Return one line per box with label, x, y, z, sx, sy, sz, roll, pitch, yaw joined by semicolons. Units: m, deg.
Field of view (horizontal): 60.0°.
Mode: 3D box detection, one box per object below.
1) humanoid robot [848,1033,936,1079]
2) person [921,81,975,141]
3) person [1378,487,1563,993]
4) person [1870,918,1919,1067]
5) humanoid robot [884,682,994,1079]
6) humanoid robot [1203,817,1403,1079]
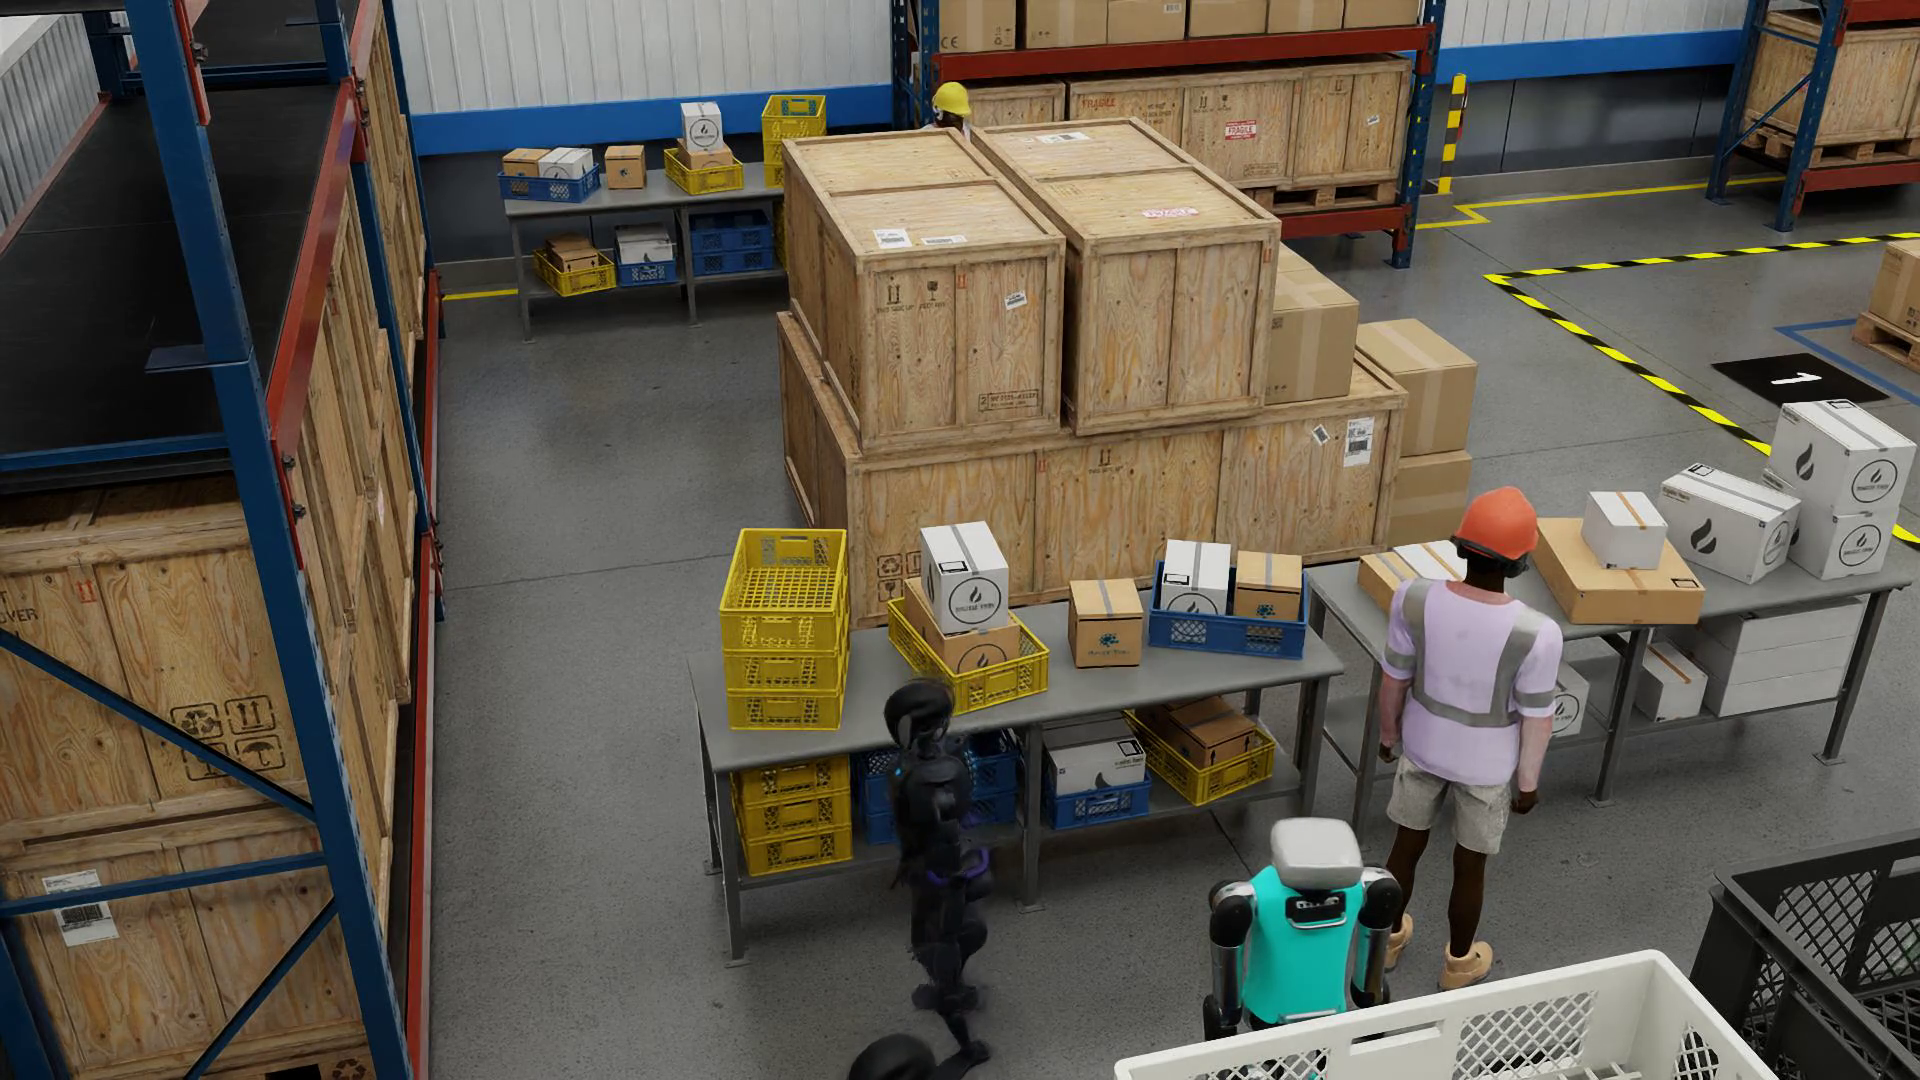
humanoid robot;-0.127;1.884;4.238;0.342;1.659;0.591;-24;37;-37
person;-0.078;-2.295;11.664;0.587;1.829;0.403;-23;36;-36
person;1.783;0.739;5.937;0.604;2.045;0.375;19;34;30
person;2.831;1.537;4.633;0.926;1.910;0.613;-23;37;-36
humanoid robot;-0.046;1.156;5.573;0.405;1.640;0.598;-10;30;-17
humanoid robot;0.974;1.614;4.568;0.530;1.697;0.735;-5;29;-8
